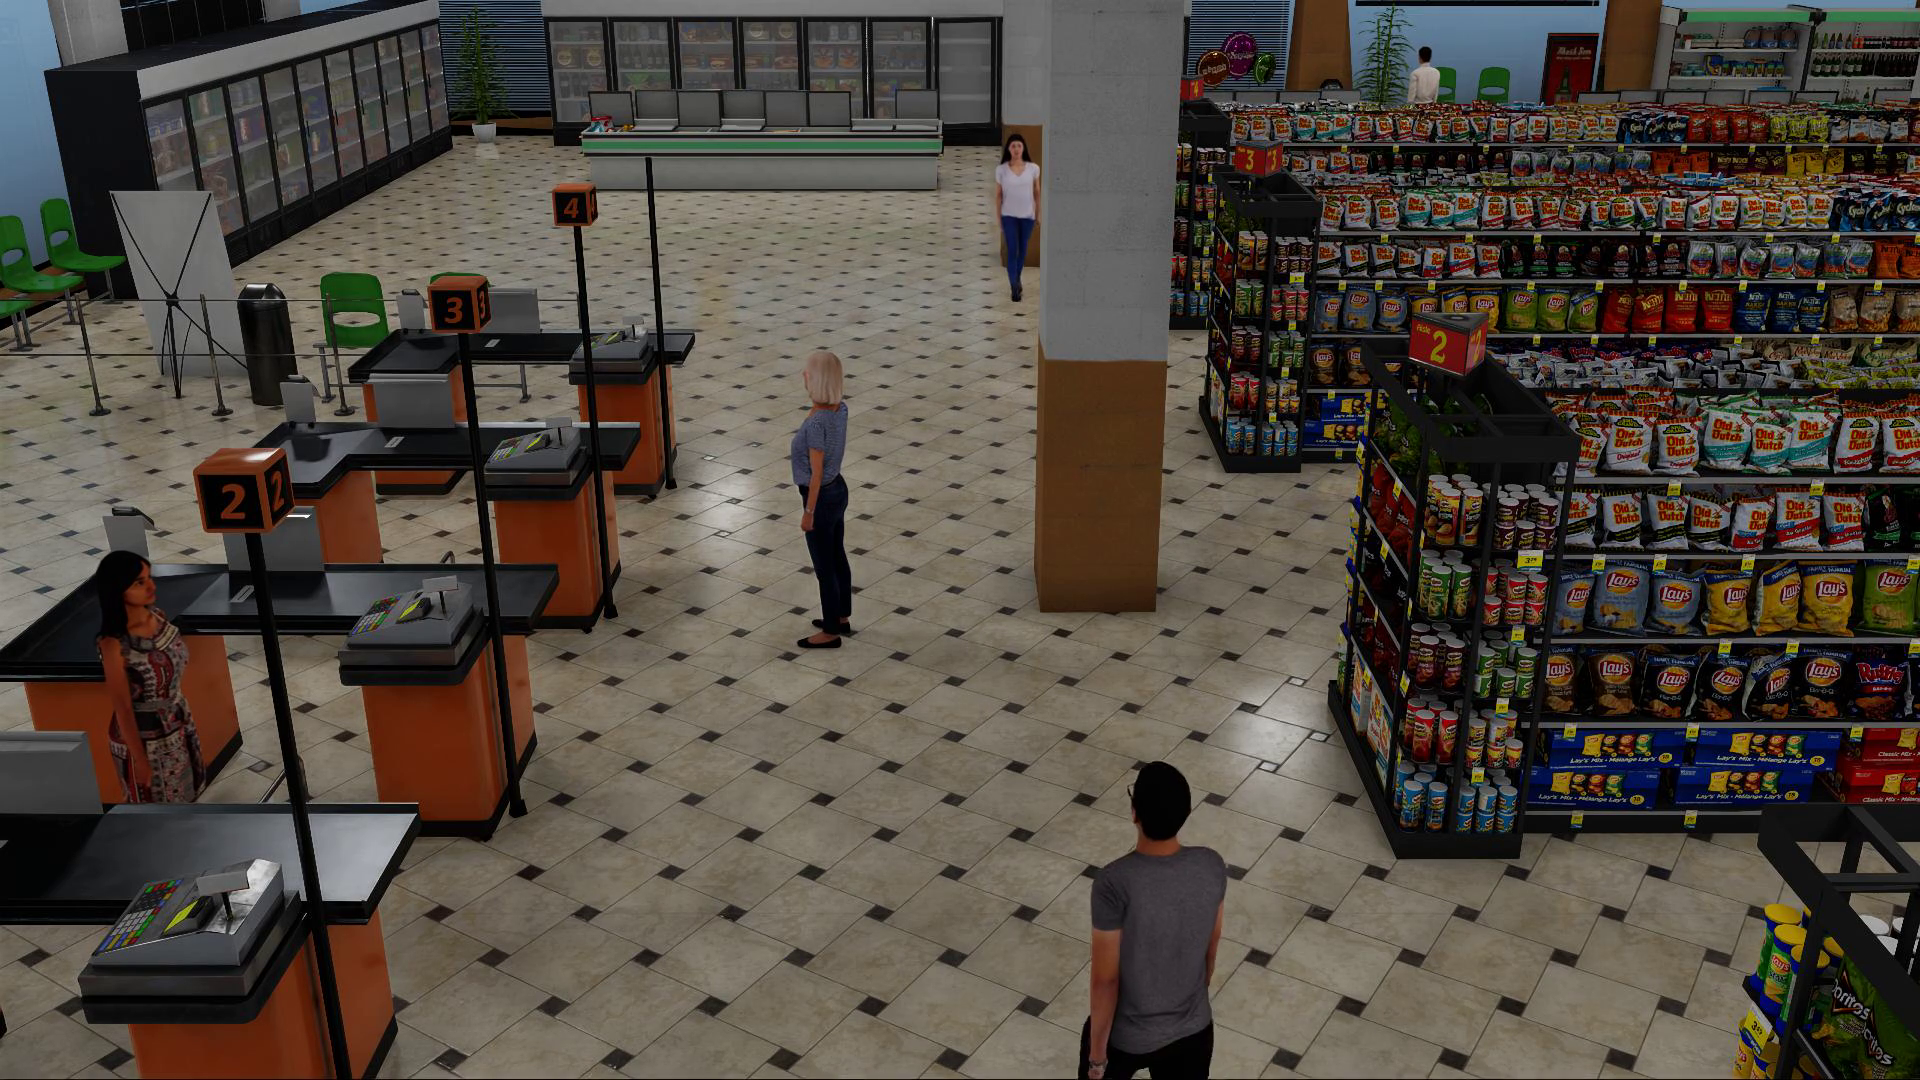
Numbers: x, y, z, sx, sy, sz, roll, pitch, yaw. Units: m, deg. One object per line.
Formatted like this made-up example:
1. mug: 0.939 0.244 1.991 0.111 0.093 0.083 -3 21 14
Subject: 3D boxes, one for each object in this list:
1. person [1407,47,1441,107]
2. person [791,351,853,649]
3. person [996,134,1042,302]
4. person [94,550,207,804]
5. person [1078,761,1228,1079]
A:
1. person: 6.664 -6.192 24.027 0.617 1.806 0.791 -8 23 -18
2. person: -0.750 -0.227 9.298 0.587 1.721 0.625 5 22 13
3. person: 0.590 -3.269 16.982 1.062 1.636 0.756 -2 22 -6
4. person: -3.303 0.811 6.816 0.521 1.645 0.651 1 22 2
5. person: 0.611 1.511 4.978 1.128 1.716 0.969 -8 23 -19
